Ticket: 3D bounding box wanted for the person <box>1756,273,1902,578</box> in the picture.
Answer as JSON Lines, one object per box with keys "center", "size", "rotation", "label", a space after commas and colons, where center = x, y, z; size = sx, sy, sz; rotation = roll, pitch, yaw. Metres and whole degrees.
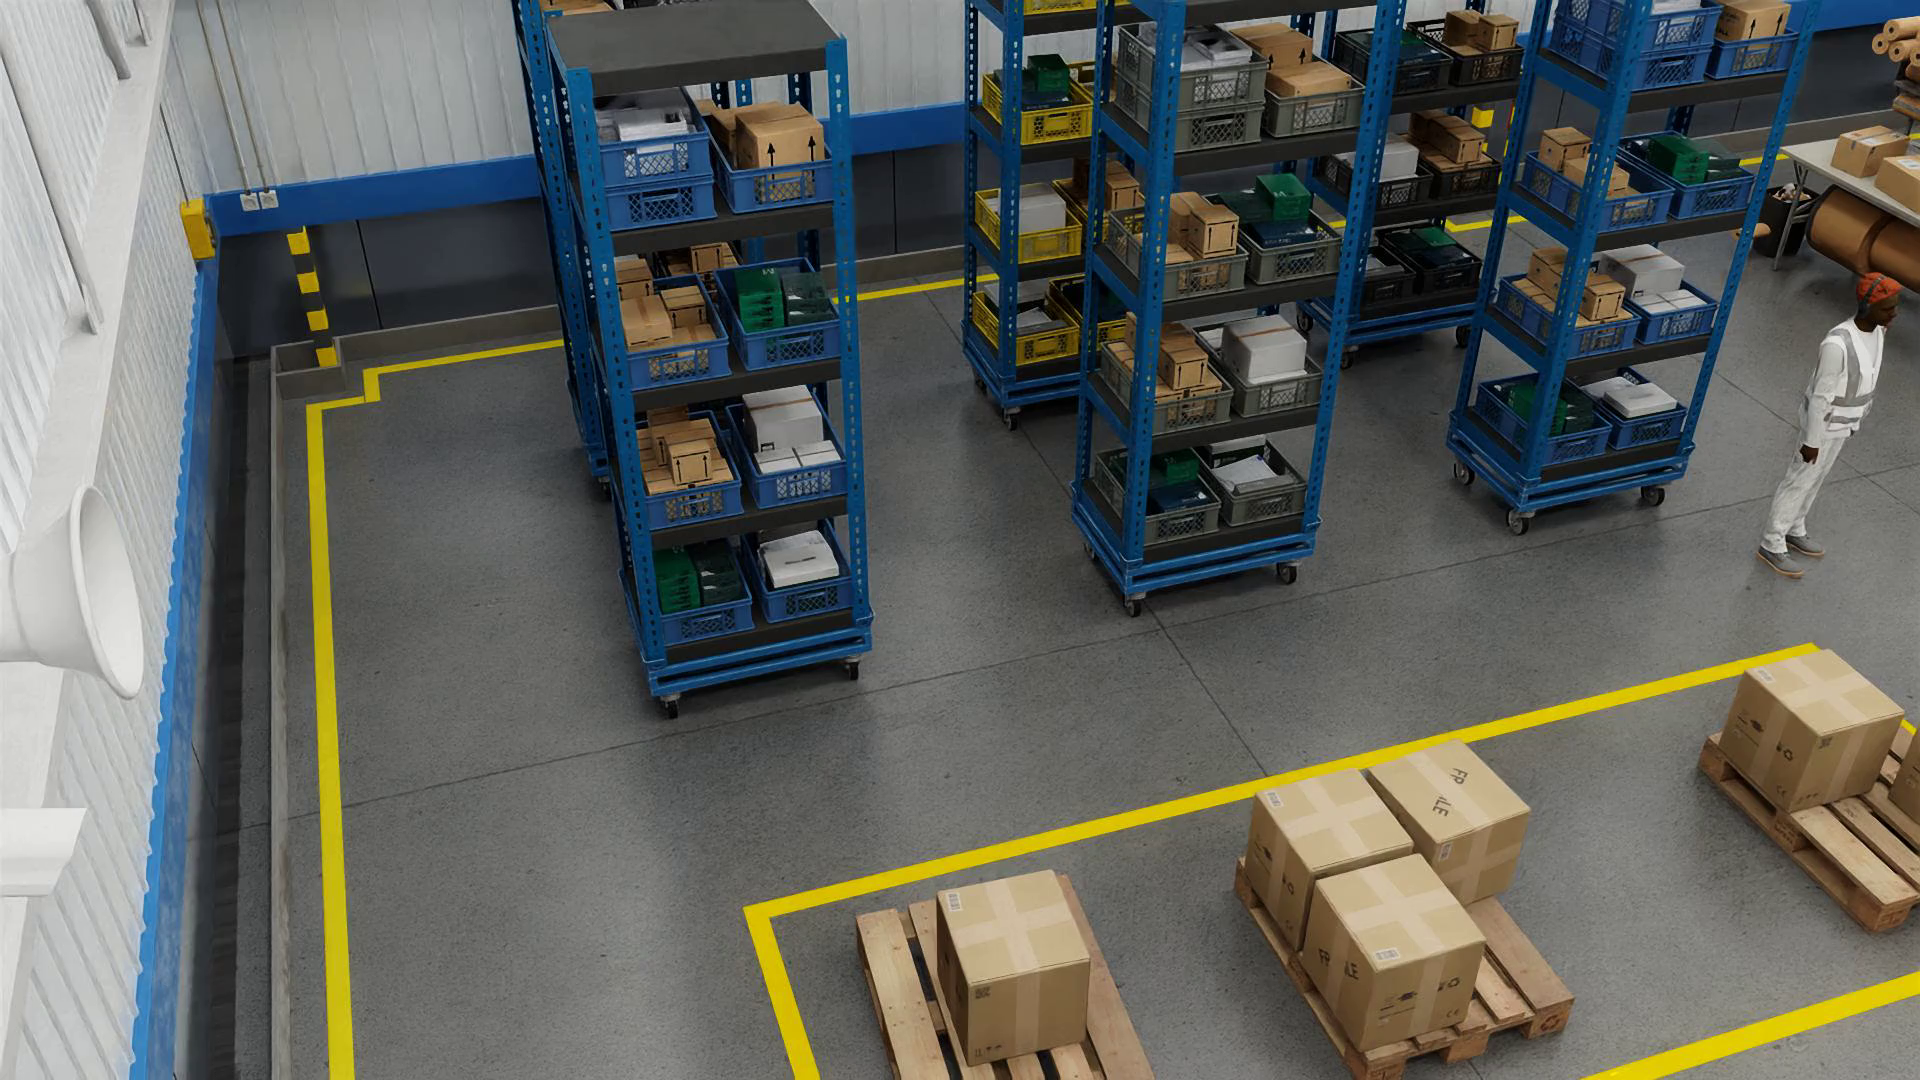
{"center": [5.030, -0.667, 9.601], "size": [0.573, 1.882, 0.356], "rotation": [-28, 44, -34], "label": "person"}
